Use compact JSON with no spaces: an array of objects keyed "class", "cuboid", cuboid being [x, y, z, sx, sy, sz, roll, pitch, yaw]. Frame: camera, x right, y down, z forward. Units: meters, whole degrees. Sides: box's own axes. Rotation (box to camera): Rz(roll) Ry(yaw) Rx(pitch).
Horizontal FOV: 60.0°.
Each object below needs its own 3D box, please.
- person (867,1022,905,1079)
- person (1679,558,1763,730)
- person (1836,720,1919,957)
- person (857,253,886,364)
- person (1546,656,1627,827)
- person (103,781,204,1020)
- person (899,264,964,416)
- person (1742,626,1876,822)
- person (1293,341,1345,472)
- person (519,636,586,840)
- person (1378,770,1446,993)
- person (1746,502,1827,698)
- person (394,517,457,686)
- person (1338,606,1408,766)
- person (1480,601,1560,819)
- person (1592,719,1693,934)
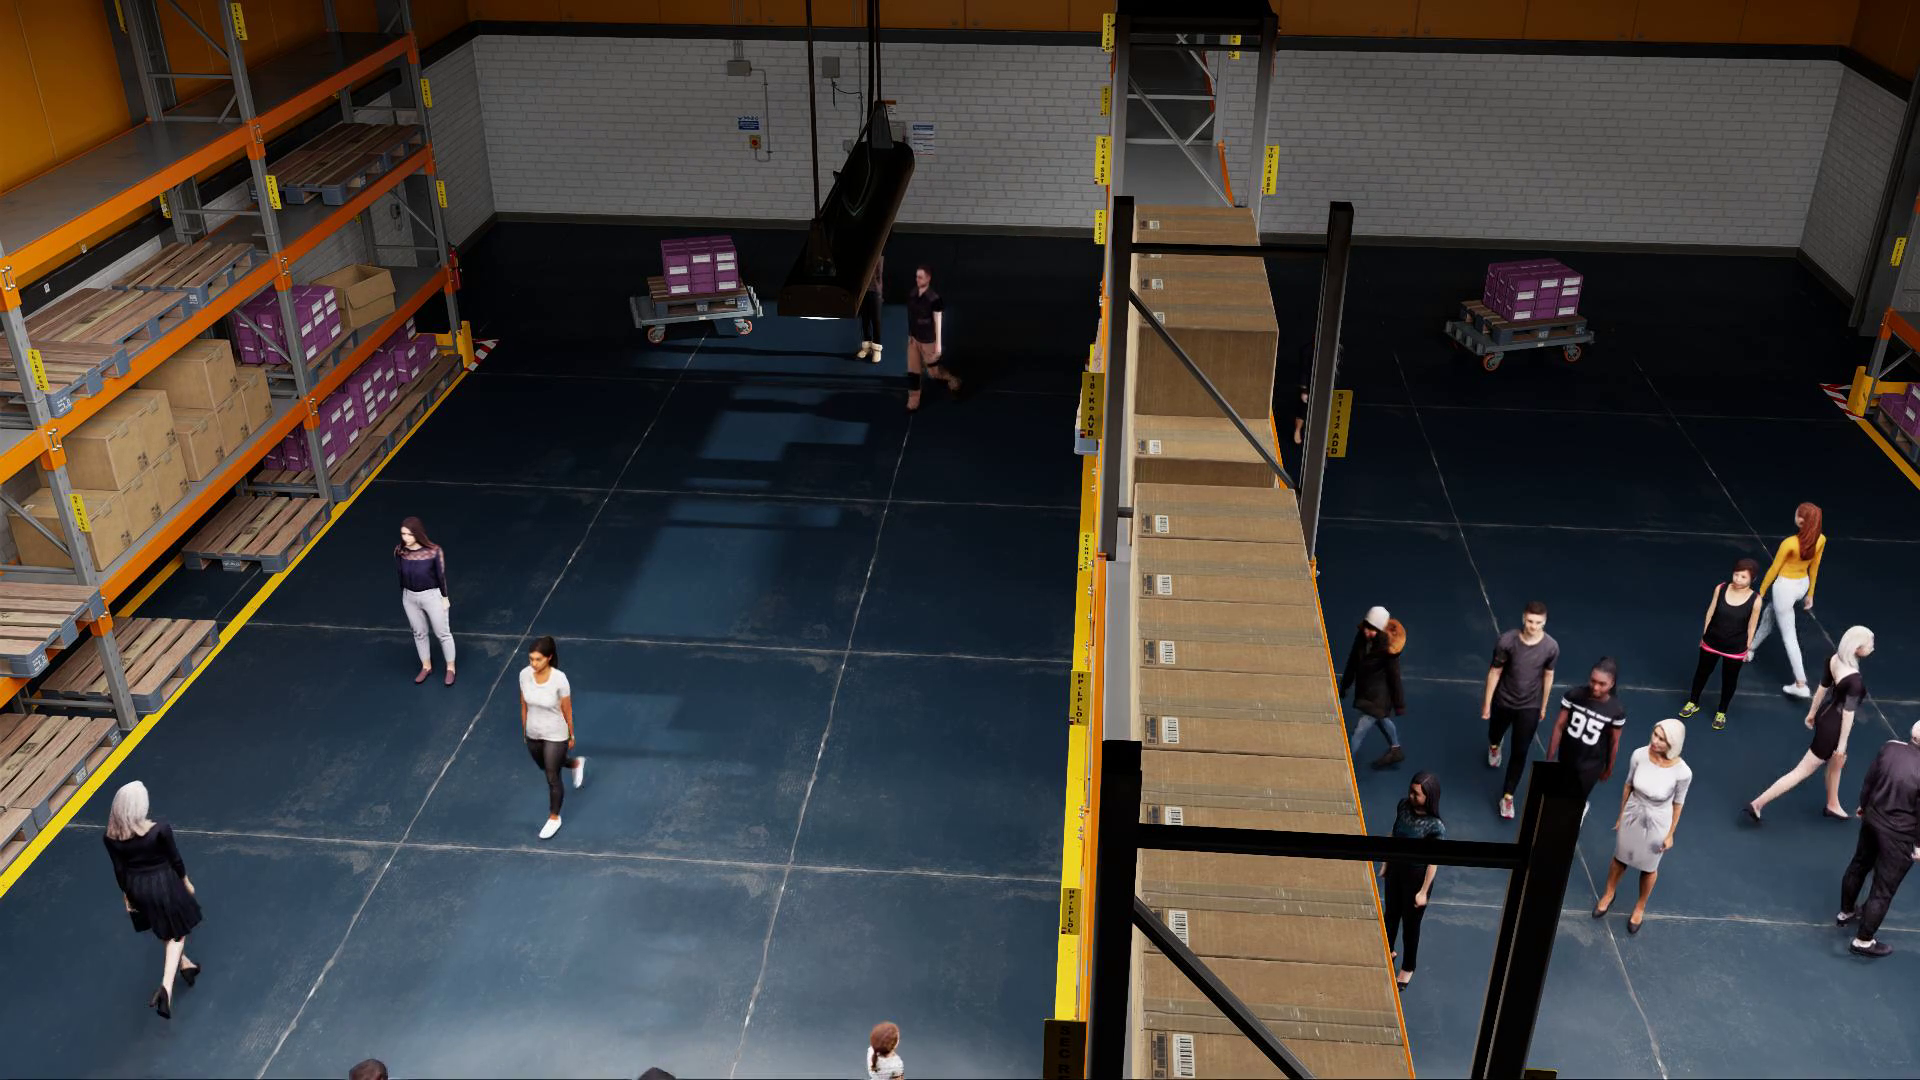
[{"class":"person","cuboid":[-0.479,3.280,9.871,0.620,1.004,0.764,18,33,30]},{"class":"person","cuboid":[6.363,0.828,13.794,0.628,1.552,0.668,23,36,36]},{"class":"person","cuboid":[6.329,1.992,11.361,0.842,1.839,0.704,-8,30,-14]},{"class":"person","cuboid":[-1.150,-3.093,20.868,0.700,1.662,0.630,3,29,5]},{"class":"person","cuboid":[4.587,1.594,12.246,1.087,1.689,1.259,23,36,35]},{"class":"person","cuboid":[-5.223,2.363,10.799,0.715,1.724,1.025,-4,29,-8]},{"class":"person","cuboid":[-0.326,-2.347,19.336,1.171,1.819,1.085,-24,37,-37]},{"class":"person","cuboid":[6.400,1.443,12.421,0.696,1.788,1.093,-1,29,-1]},{"class":"person","cuboid":[3.868,-1.637,18.233,0.836,1.629,1.160,-4,29,-8]},{"class":"person","cuboid":[-3.092,1.422,12.631,0.762,1.624,1.050,10,30,18]},{"class":"person","cuboid":[2.973,2.240,11.013,0.691,1.737,0.604,-16,33,-27]},{"class":"person","cuboid":[7.126,0.535,14.173,0.936,1.703,1.293,-9,30,-15]},{"class":"person","cuboid":[-4.606,0.520,14.303,0.595,1.606,0.515,4,29,7]},{"class":"person","cuboid":[3.311,1.198,13.070,1.000,1.597,1.087,-10,30,-18]},{"class":"person","cuboid":[4.311,1.220,12.887,0.772,1.733,1.175,7,29,13]},{"class":"person","cuboid":[4.760,1.949,11.534,0.646,1.749,0.677,22,36,35]}]
